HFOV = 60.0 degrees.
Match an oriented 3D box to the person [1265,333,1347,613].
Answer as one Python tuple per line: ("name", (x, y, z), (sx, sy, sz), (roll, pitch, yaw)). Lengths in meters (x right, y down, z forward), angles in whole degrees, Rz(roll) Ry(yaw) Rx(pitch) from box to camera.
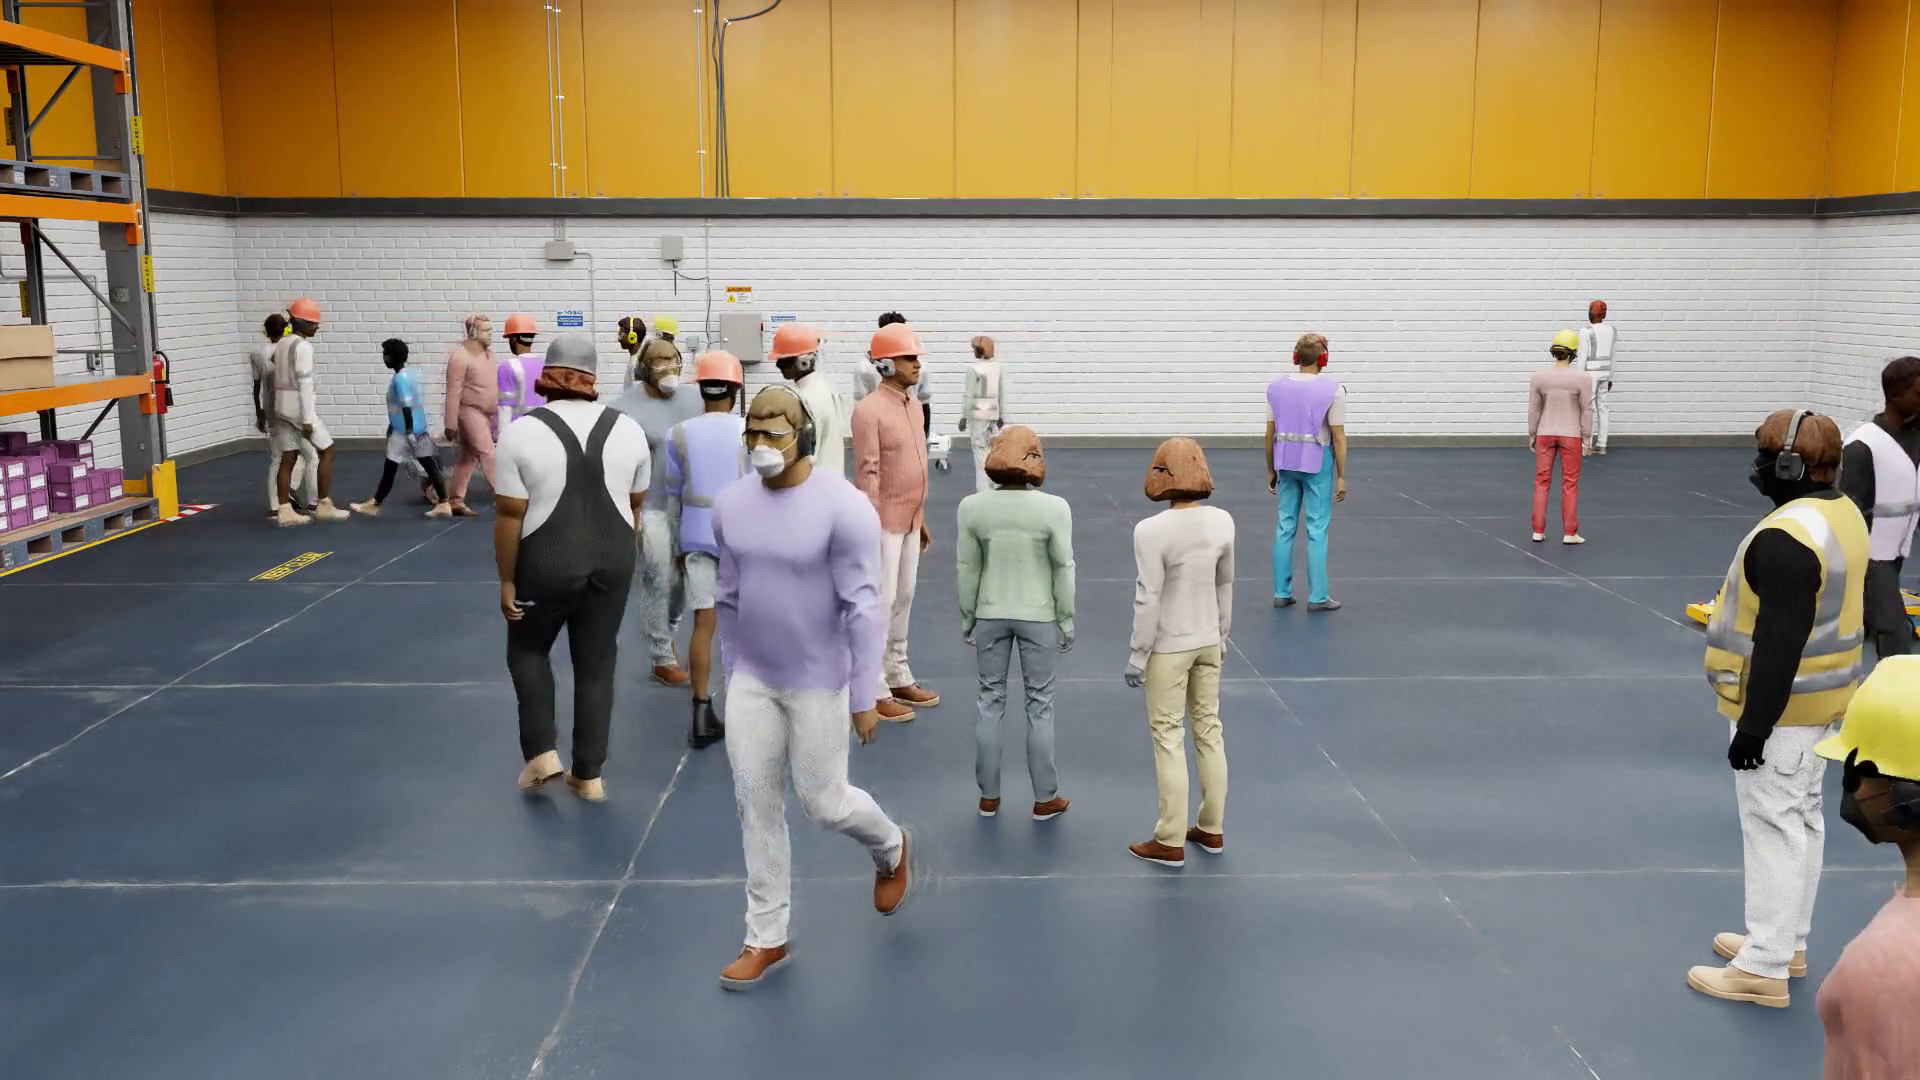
("person", (2.280, -0.440, 11.010), (0.575, 1.841, 0.375), (7, 12, 38))

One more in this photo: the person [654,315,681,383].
("person", (-3.144, -1.524, 17.898), (0.849, 1.766, 0.648), (4, 10, 25))

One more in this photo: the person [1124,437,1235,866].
("person", (0.840, 0.424, 6.359), (0.507, 1.632, 0.268), (-7, 12, -37))

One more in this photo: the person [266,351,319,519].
("person", (-6.073, -1.012, 15.218), (0.500, 1.601, 0.691), (5, 10, 27))

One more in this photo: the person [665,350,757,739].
("person", (-1.181, 0.008, 8.192), (0.553, 1.876, 1.033), (1, 9, 3))

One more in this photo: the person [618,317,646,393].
("person", (-2.727, -0.966, 14.188), (0.332, 1.863, 0.511), (0, 9, 0))

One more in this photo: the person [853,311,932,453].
("person", (-0.522, -0.817, 13.058), (0.613, 1.934, 0.831), (0, 9, 0))

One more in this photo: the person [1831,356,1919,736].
("person", (4.279, 0.113, 7.558), (0.616, 1.870, 0.986), (-7, 12, -38))

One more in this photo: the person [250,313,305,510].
("person", (-6.287, -1.169, 15.464), (0.550, 1.853, 0.392), (-1, 9, -4))

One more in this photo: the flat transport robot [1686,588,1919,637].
("flat transport robot", (5.395, 0.445, 10.393), (1.431, 0.197, 0.652), (0, 9, -1))

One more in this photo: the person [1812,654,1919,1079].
("person", (1.415, 1.019, 2.470), (0.528, 1.721, 0.924), (-6, 11, -31))

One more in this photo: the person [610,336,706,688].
("person", (-1.619, -0.144, 8.965), (0.665, 1.915, 0.497), (-8, 12, -40))

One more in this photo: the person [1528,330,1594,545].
("person", (4.948, -0.842, 13.715), (0.523, 1.769, 0.313), (7, 11, 36))

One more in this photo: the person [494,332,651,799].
("person", (-1.677, 0.092, 7.151), (0.697, 2.000, 0.541), (-5, 11, -30))

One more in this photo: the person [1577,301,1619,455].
("person", (7.733, -1.971, 20.281), (0.573, 1.883, 0.356), (-4, 10, -22))

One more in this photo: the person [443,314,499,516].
("person", (-4.284, -1.100, 15.035), (1.005, 1.854, 0.655), (1, 9, 8))

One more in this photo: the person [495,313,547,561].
("person", (-3.371, -0.786, 12.872), (0.378, 1.930, 0.565), (6, 11, 31))

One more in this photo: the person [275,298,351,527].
("person", (-5.757, -1.124, 14.714), (0.641, 1.998, 0.782), (8, 12, 42))

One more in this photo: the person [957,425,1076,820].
("person", (0.234, 0.342, 6.862), (0.497, 1.633, 0.279), (3, 10, 17))

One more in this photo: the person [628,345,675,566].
("person", (-2.312, -0.659, 12.822), (0.487, 1.693, 0.934), (-7, 12, -38))

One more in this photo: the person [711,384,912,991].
("person", (-0.482, 0.441, 5.396), (0.637, 1.919, 0.760), (6, 11, 31))

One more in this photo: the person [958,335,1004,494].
("person", (0.204, -1.183, 16.244), (0.365, 1.625, 0.518), (6, 11, 33))

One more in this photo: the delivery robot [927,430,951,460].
("delivery robot", (-0.460, -1.049, 18.384), (0.707, 0.478, 0.477), (-1, 10, -7))

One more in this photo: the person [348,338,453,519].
("person", (-5.042, -0.990, 14.954), (0.906, 1.638, 0.544), (-1, 9, -4))

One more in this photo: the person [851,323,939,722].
("person", (-0.330, -0.096, 8.435), (0.375, 1.997, 0.612), (4, 10, 23))

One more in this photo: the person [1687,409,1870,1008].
("person", (2.537, 0.515, 5.167), (0.429, 1.844, 0.625), (8, 12, 39))

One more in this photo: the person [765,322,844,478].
("person", (-0.881, -0.263, 9.530), (0.440, 1.965, 0.632), (0, 9, -1))
